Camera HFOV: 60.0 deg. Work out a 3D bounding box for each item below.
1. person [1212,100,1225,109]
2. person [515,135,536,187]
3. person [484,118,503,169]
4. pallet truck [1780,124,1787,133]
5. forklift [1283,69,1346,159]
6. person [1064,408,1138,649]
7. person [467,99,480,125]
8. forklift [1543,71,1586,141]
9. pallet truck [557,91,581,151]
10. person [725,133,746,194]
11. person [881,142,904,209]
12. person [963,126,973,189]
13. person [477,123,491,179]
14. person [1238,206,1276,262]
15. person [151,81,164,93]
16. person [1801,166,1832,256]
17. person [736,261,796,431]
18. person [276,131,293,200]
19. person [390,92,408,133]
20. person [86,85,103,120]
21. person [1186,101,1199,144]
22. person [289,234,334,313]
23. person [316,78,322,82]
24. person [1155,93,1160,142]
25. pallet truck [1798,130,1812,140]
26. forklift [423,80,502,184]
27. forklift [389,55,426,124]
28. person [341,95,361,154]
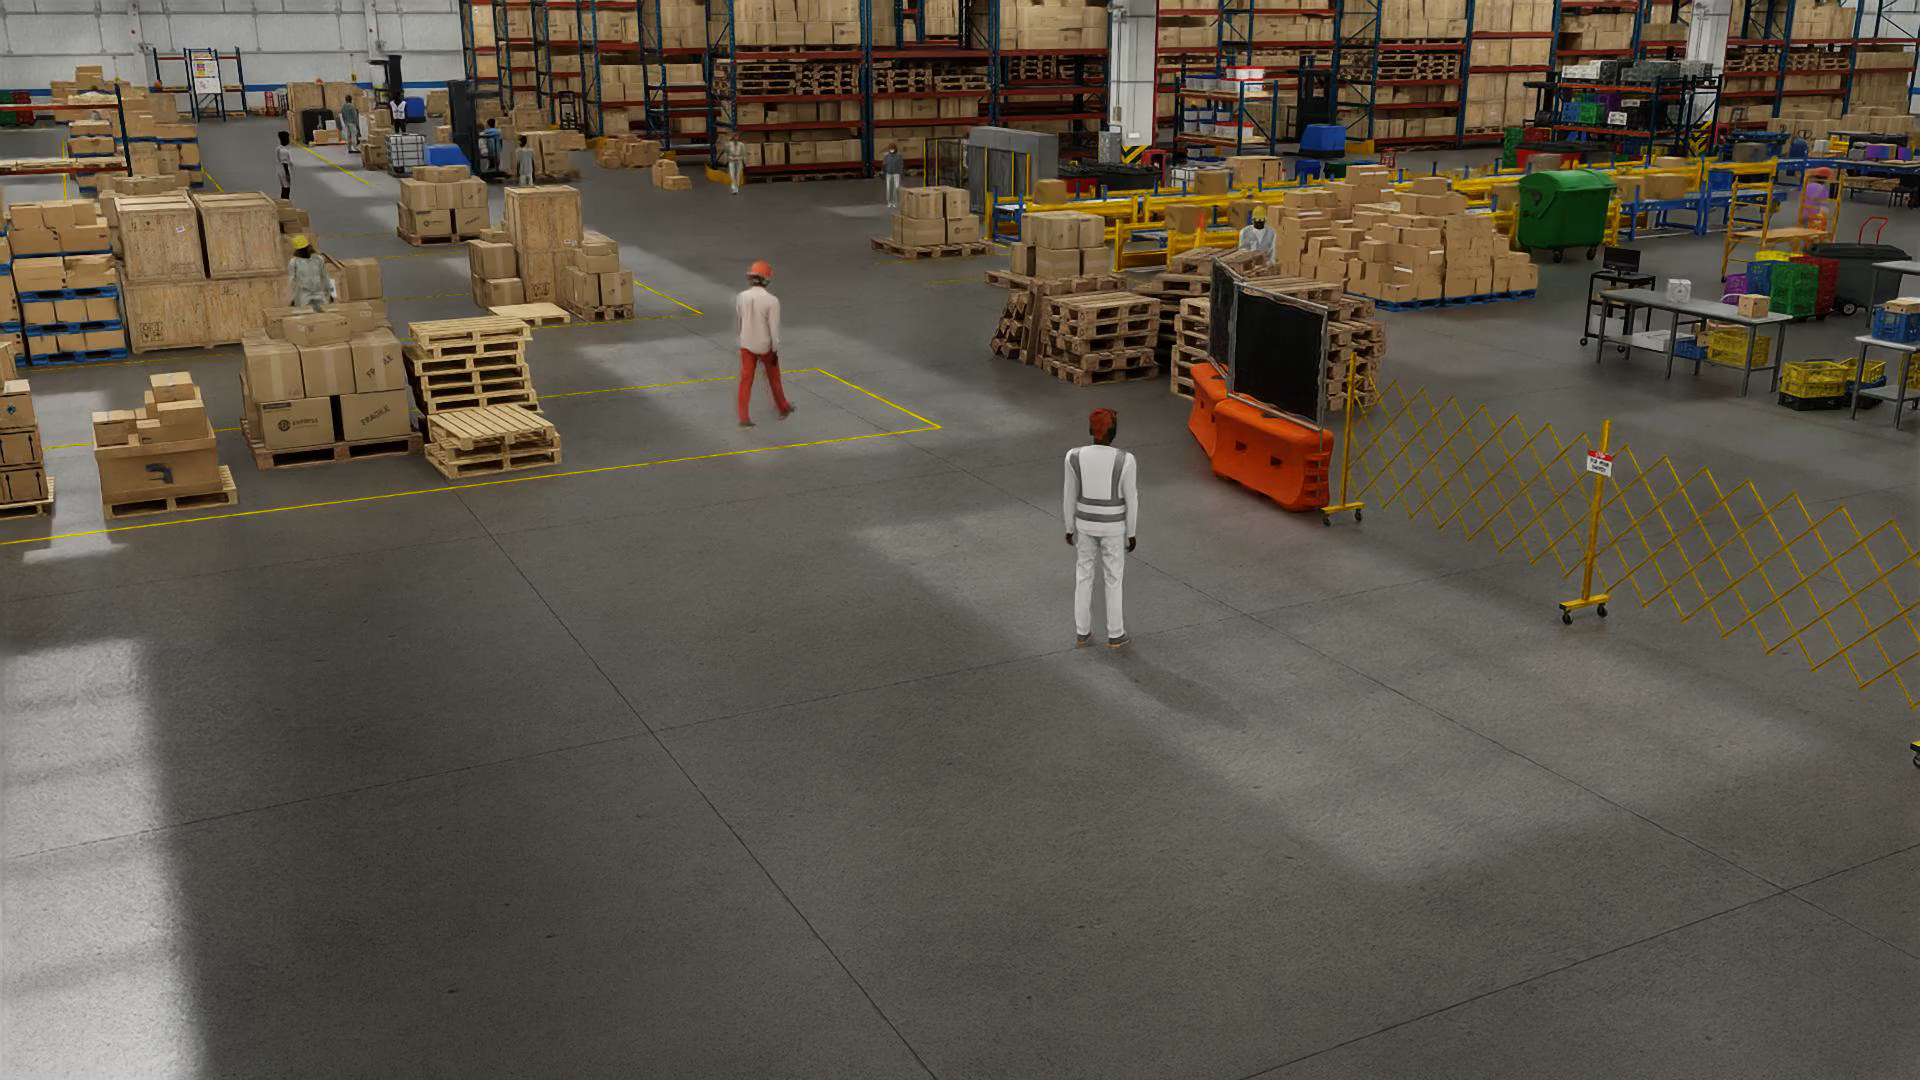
[{"bbox_3d":[10.259,-17.377,66.731,0.752,1.811,0.656,-7,19,-22],"label":"person"},{"bbox_3d":[-10.291,-8.633,39.379,0.318,1.868,0.531,16,24,41],"label":"person"},{"bbox_3d":[-13.555,-11.398,48.318,0.524,1.668,0.800,-2,18,-6],"label":"person"},{"bbox_3d":[25.206,-12.542,52.601,1.601,1.201,0.680,0,18,-2],"label":"pallet truck"},{"bbox_3d":[11.615,-13.871,54.079,1.129,2.768,1.873,-9,20,-27],"label":"forklift"},{"bbox_3d":[1.076,-0.086,12.705,0.572,1.886,0.355,7,19,20],"label":"person"},{"bbox_3d":[-17.486,-15.174,59.831,0.434,1.830,0.653,-5,18,-15],"label":"person"},{"bbox_3d":[18.685,-13.231,52.085,1.873,2.768,1.129,-9,20,-26],"label":"forklift"},{"bbox_3d":[-13.495,-14.412,57.188,0.823,1.965,1.885,-3,18,-9],"label":"pallet truck"},{"bbox_3d":[-5.927,-9.916,43.818,0.543,1.591,0.878,-5,18,-15],"label":"person"},{"bbox_3d":[-1.654,-8.936,40.769,0.555,1.586,0.766,0,18,-1],"label":"person"},{"bbox_3d":[0.334,-9.470,41.957,0.975,1.882,0.565,-10,20,-29],"label":"person"},{"bbox_3d":[-13.482,-10.912,46.879,0.514,1.627,0.327,-1,18,-4],"label":"person"},{"bbox_3d":[4.596,-4.246,25.760,0.591,1.834,0.404,-1,18,-3],"label":"person"},{"bbox_3d":[-31.596,-17.058,65.489,0.665,1.966,0.664,7,19,20],"label":"person"},{"bbox_3d":[16.059,-6.033,31.198,0.519,1.916,0.562,-3,18,-9],"label":"person"},{"bbox_3d":[-2.330,-2.292,19.491,0.625,1.938,1.027,8,20,24],"label":"person"},{"bbox_3d":[-16.022,-8.721,39.522,0.398,1.956,0.604,-9,20,-26],"label":"person"},{"bbox_3d":[-19.669,-14.742,58.346,0.593,1.920,0.391,-3,18,-10],"label":"person"},{"bbox_3d":[-33.202,-16.516,63.957,0.642,1.881,1.051,-3,18,-8],"label":"person"},{"bbox_3d":[7.699,-13.714,55.408,0.557,1.743,0.629,-10,20,-27],"label":"person"},{"bbox_3d":[-9.150,-3.462,23.492,0.538,1.730,0.343,-13,22,-36],"label":"person"},{"bbox_3d":[-26.387,-18.080,68.714,0.545,1.942,0.353,12,21,33],"label":"person"},{"bbox_3d":[6.433,-13.896,55.556,0.671,2.009,0.503,-16,24,-41],"label":"person"},{"bbox_3d":[25.526,-11.556,49.408,1.630,1.274,0.653,-9,20,-26],"label":"pallet truck"},{"bbox_3d":[-13.841,-11.268,45.964,1.873,2.768,1.129,-9,20,-26],"label":"forklift"},{"bbox_3d":[-23.574,-18.900,69.755,1.873,2.768,1.129,-9,20,-26],"label":"forklift"},{"bbox_3d":[-20.488,-13.986,55.956,0.632,1.940,0.372,9,20,26],"label":"person"}]
